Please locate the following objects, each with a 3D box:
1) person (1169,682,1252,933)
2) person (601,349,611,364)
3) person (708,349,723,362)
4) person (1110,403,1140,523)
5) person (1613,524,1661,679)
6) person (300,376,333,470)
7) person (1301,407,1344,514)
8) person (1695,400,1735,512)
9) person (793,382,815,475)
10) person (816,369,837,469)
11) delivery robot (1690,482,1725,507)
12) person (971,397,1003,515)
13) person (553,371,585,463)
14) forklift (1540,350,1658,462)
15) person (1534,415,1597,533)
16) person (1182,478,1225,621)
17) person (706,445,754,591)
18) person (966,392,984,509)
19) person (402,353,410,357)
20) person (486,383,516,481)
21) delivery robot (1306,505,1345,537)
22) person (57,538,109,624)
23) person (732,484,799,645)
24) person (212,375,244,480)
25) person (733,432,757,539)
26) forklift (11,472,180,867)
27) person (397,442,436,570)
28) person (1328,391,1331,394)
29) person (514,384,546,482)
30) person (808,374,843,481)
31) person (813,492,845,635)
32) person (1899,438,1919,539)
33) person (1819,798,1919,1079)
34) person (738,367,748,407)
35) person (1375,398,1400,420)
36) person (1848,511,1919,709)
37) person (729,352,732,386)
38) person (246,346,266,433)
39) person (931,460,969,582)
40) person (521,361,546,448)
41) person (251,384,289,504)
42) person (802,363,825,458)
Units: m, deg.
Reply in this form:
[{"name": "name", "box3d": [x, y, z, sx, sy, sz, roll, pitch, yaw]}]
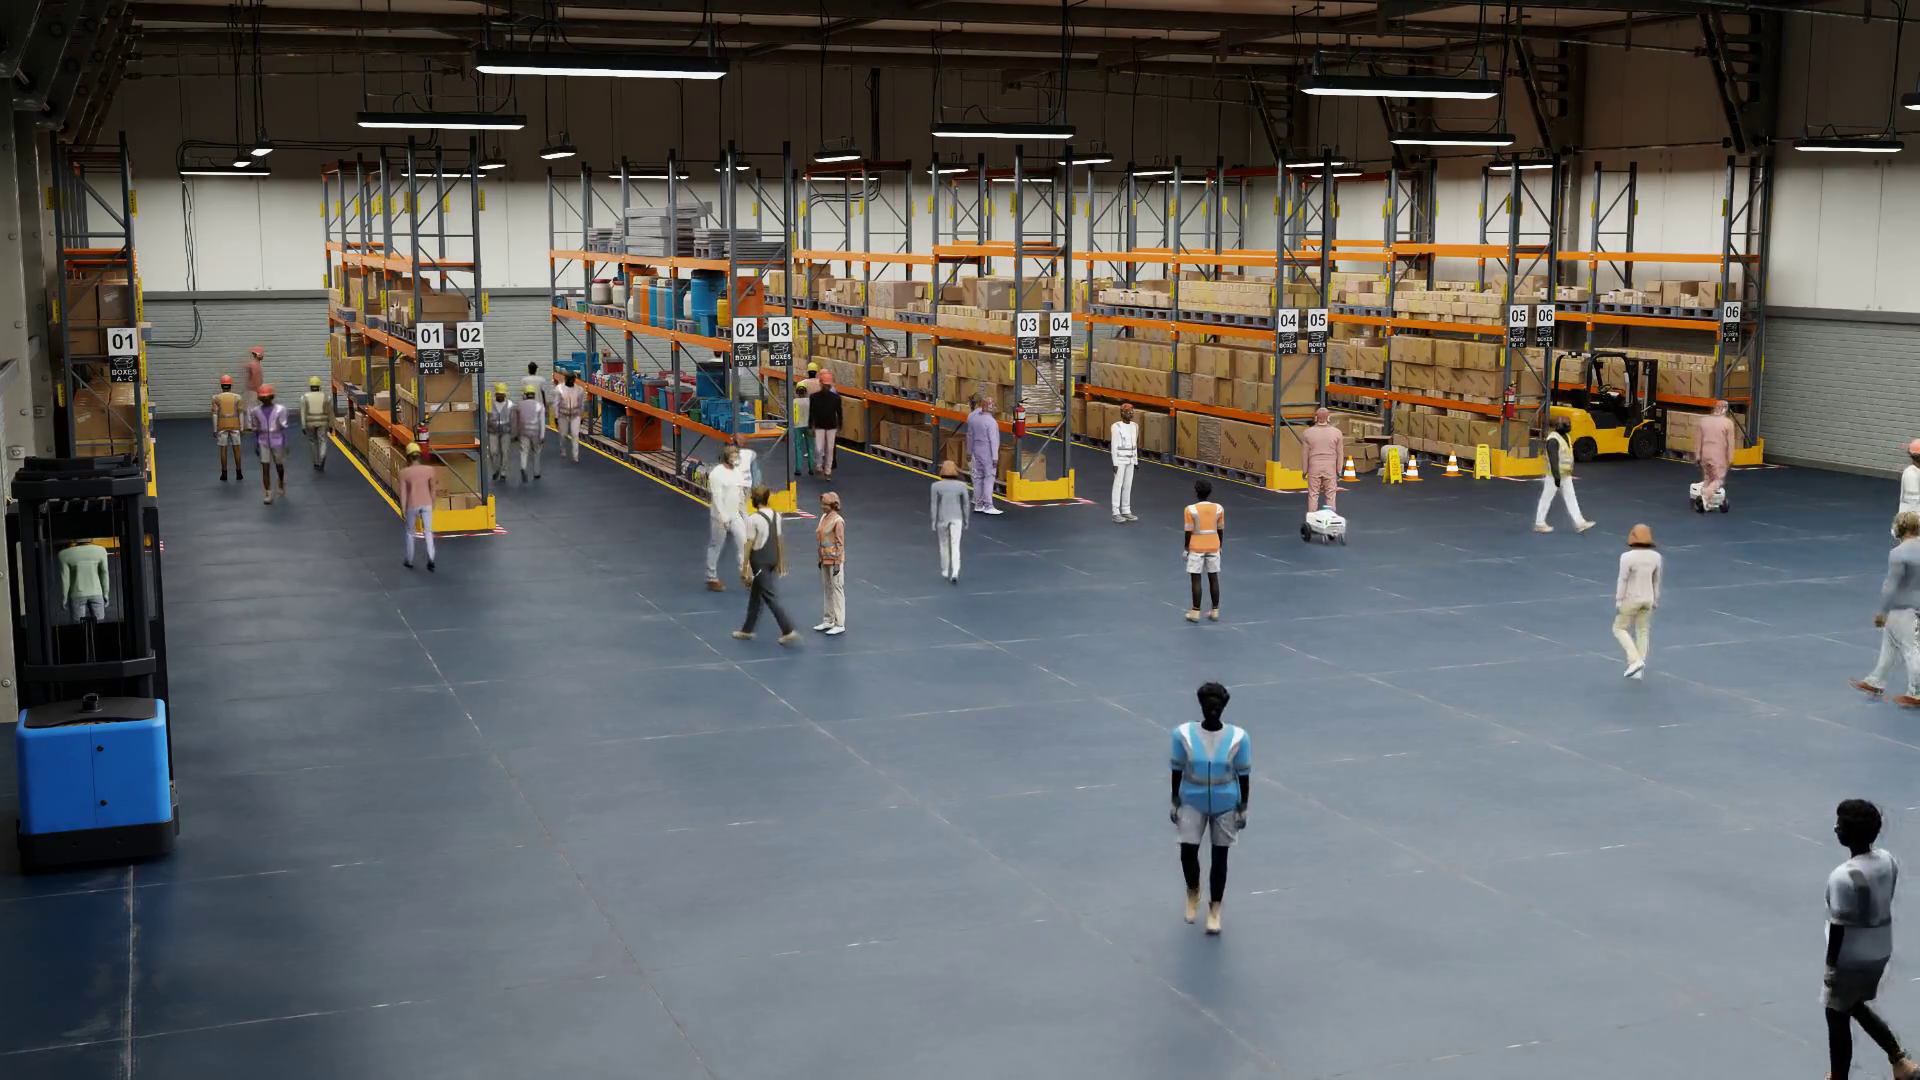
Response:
[{"name": "person", "box3d": [1.657, 1.766, 13.877, 0.551, 1.685, 0.366, 1, 9, 7]}, {"name": "person", "box3d": [-8.774, -3.931, 52.049, 0.307, 1.640, 0.519, 1, 9, 8]}, {"name": "person", "box3d": [-5.721, -3.662, 49.443, 0.565, 1.883, 0.984, -2, 9, -16]}, {"name": "person", "box3d": [2.621, -1.231, 33.236, 0.572, 1.883, 0.355, -8, 12, -42]}, {"name": "person", "box3d": [6.989, 0.644, 21.604, 0.519, 1.622, 0.363, -3, 9, -18]}, {"name": "person", "box3d": [-12.344, -2.234, 40.200, 0.589, 1.811, 0.697, -3, 9, -18]}, {"name": "person", "box3d": [5.558, -1.078, 32.128, 0.643, 1.913, 0.411, 1, 9, 9]}, {"name": "person", "box3d": [12.242, -1.350, 34.099, 0.631, 1.863, 0.659, -5, 10, -32]}, {"name": "person", "box3d": [-2.983, -2.107, 39.503, 0.526, 1.758, 0.341, -3, 9, -22]}, {"name": "person", "box3d": [-2.584, -2.354, 40.598, 0.385, 1.930, 0.541, 2, 9, 13]}, {"name": "delivery robot", "box3d": [12.326, -0.791, 34.533, 0.477, 0.478, 0.707, 0, 9, -2]}, {"name": "person", "box3d": [0.456, -1.376, 34.136, 0.402, 1.904, 0.652, -5, 10, -31]}, {"name": "person", "box3d": [-7.789, -2.474, 41.739, 0.625, 1.818, 0.753, -2, 9, -15]}, {"name": "forklift", "box3d": [12.897, -2.725, 42.309, 2.313, 2.155, 1.214, -3, 9, -21]}, {"name": "person", "box3d": [9.220, -0.991, 31.900, 0.952, 1.797, 0.656, 7, 11, 38]}, {"name": "person", "box3d": [2.890, 0.114, 24.885, 0.540, 1.696, 0.317, -3, 9, -20]}, {"name": "person", "box3d": [-2.890, -0.264, 26.755, 0.990, 1.886, 0.629, 6, 11, 37]}, {"name": "person", "box3d": [0.281, -1.488, 34.809, 0.368, 1.932, 0.623, 4, 9, 26]}, {"name": "person", "box3d": [-12.412, -3.392, 47.337, 0.645, 1.968, 0.495, -6, 10, -34]}, {"name": "person", "box3d": [-8.431, -1.964, 38.367, 0.618, 1.808, 0.532, -2, 9, -12]}, {"name": "delivery robot", "box3d": [5.426, -0.270, 31.071, 0.477, 0.478, 0.707, -2, 9, -16]}, {"name": "person", "box3d": [-9.125, 0.605, 21.825, 0.501, 1.633, 0.283, -7, 11, -38]}, {"name": "person", "box3d": [-2.176, 0.276, 23.487, 0.950, 1.811, 0.526, 5, 10, 32]}, {"name": "person", "box3d": [-13.543, -2.084, 38.746, 0.553, 1.935, 0.361, -4, 9, -23]}, {"name": "person", "box3d": [-3.284, -0.821, 31.443, 0.511, 1.600, 0.852, -7, 11, -40]}, {"name": "forklift", "box3d": [-6.630, 0.886, 15.957, 1.129, 2.768, 1.873, -3, 9, -21]}, {"name": "person", "box3d": [-7.418, -0.471, 28.640, 0.529, 1.739, 0.752, -4, 10, -26]}, {"name": "person", "box3d": [8.393, -3.596, 48.871, 0.607, 1.935, 0.425, -4, 9, -23]}, {"name": "person", "box3d": [-7.891, -1.947, 38.336, 0.608, 1.794, 0.836, 0, 9, -1]}, {"name": "person", "box3d": [-2.462, -2.070, 38.510, 0.655, 1.974, 0.473, -2, 9, -10]}, {"name": "person", "box3d": [-1.484, 0.260, 24.113, 0.307, 1.638, 0.513, -5, 10, -29]}, {"name": "person", "box3d": [12.030, -0.274, 26.361, 0.383, 2.043, 0.614, 5, 10, 32]}, {"name": "person", "box3d": [4.766, 2.196, 11.029, 0.547, 1.679, 0.495, -6, 11, -37]}, {"name": "person", "box3d": [-5.656, -4.112, 52.387, 0.549, 1.900, 0.609, 3, 9, 21]}, {"name": "person", "box3d": [9.385, -3.114, 45.934, 0.625, 1.844, 0.429, -3, 9, -18]}, {"name": "person", "box3d": [9.112, 0.661, 20.536, 0.655, 1.906, 0.900, -8, 12, -44]}, {"name": "person", "box3d": [-5.004, -3.103, 45.437, 0.367, 1.967, 0.602, 0, 9, 2]}, {"name": "person", "box3d": [-15.845, -3.397, 47.414, 0.794, 1.952, 0.642, -1, 9, -4]}, {"name": "person", "box3d": [-0.131, -0.259, 27.686, 0.507, 1.604, 0.792, 0, 9, -2]}, {"name": "person", "box3d": [-8.928, -2.815, 43.917, 0.524, 1.856, 0.392, -3, 9, -21]}, {"name": "person", "box3d": [-11.723, -1.661, 35.645, 0.612, 2.025, 0.819, -1, 9, -10]}, {"name": "person", "box3d": [-2.978, -2.627, 42.438, 0.585, 1.916, 0.389, -3, 9, -20]}]
